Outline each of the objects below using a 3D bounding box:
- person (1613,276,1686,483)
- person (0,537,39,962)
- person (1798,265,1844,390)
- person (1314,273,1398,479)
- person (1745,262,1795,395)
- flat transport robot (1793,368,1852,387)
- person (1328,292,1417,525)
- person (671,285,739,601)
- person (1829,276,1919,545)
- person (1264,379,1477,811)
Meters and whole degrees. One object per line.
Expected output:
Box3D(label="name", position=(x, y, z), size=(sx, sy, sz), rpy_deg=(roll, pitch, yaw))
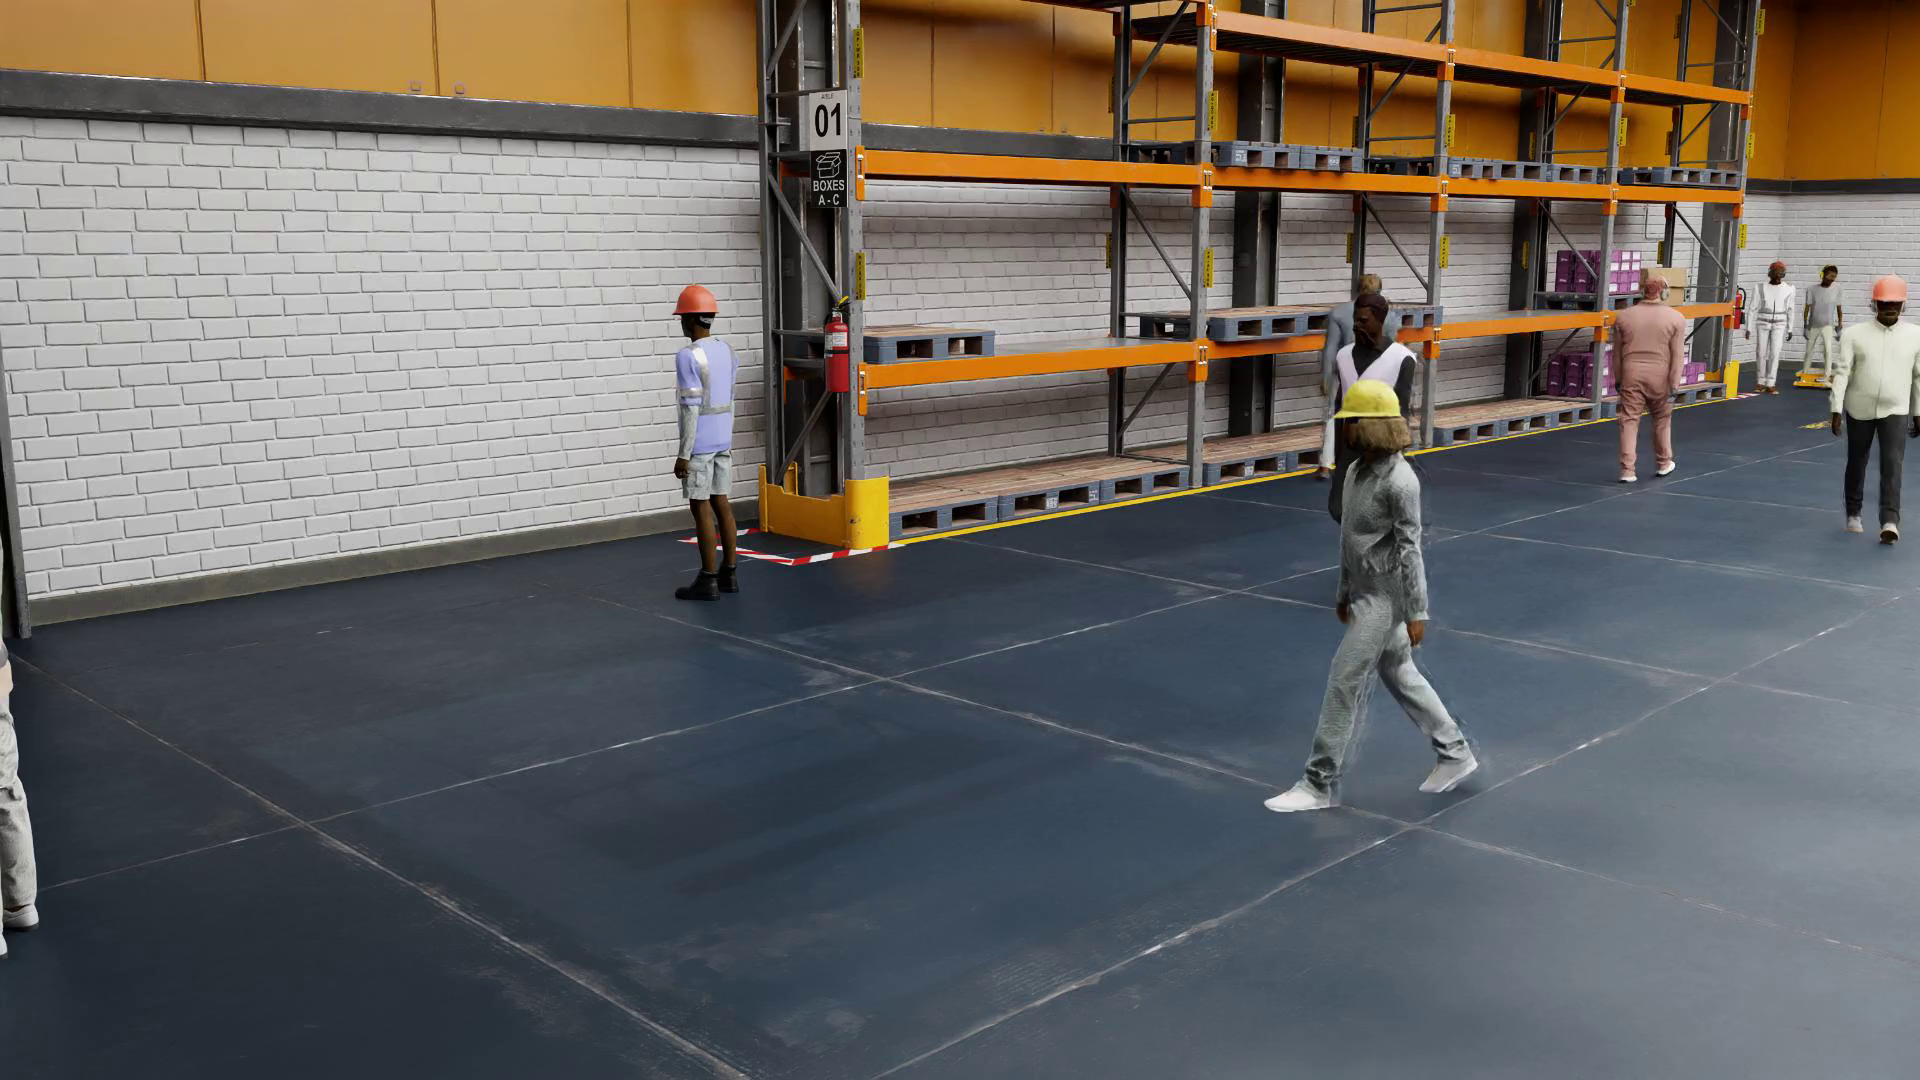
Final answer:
Box3D(label="person", position=(6.326, -1.474, 15.263), size=(0.647, 1.870, 0.925), rpy_deg=(7, 12, 33))
Box3D(label="person", position=(-3.094, 0.497, 5.133), size=(0.306, 1.637, 0.524), rpy_deg=(-1, 10, -4))
Box3D(label="person", position=(12.595, -3.091, 24.259), size=(0.539, 1.806, 0.831), rpy_deg=(5, 12, 27))
Box3D(label="person", position=(3.639, -1.474, 15.181), size=(0.674, 1.894, 0.463), rpy_deg=(1, 10, 3))
Box3D(label="person", position=(11.481, -2.999, 23.572), size=(0.613, 1.863, 0.597), rpy_deg=(3, 11, 17))
Box3D(label="flat transport robot", position=(12.873, -2.417, 24.752), size=(0.652, 0.197, 1.431), rpy_deg=(7, 12, 33))
Box3D(label="person", position=(2.537, -0.560, 10.253), size=(0.463, 1.880, 0.591), rpy_deg=(-7, 13, -35))
Box3D(label="person", position=(-1.597, -0.594, 10.262), size=(0.368, 1.935, 0.552), rpy_deg=(5, 11, 24))
Box3D(label="person", position=(6.763, -0.960, 12.255), size=(0.651, 1.933, 1.040), rpy_deg=(4, 11, 23))
Box3D(label="person", position=(1.674, 0.210, 6.527), size=(0.912, 1.696, 0.484), rpy_deg=(-2, 11, -9))
